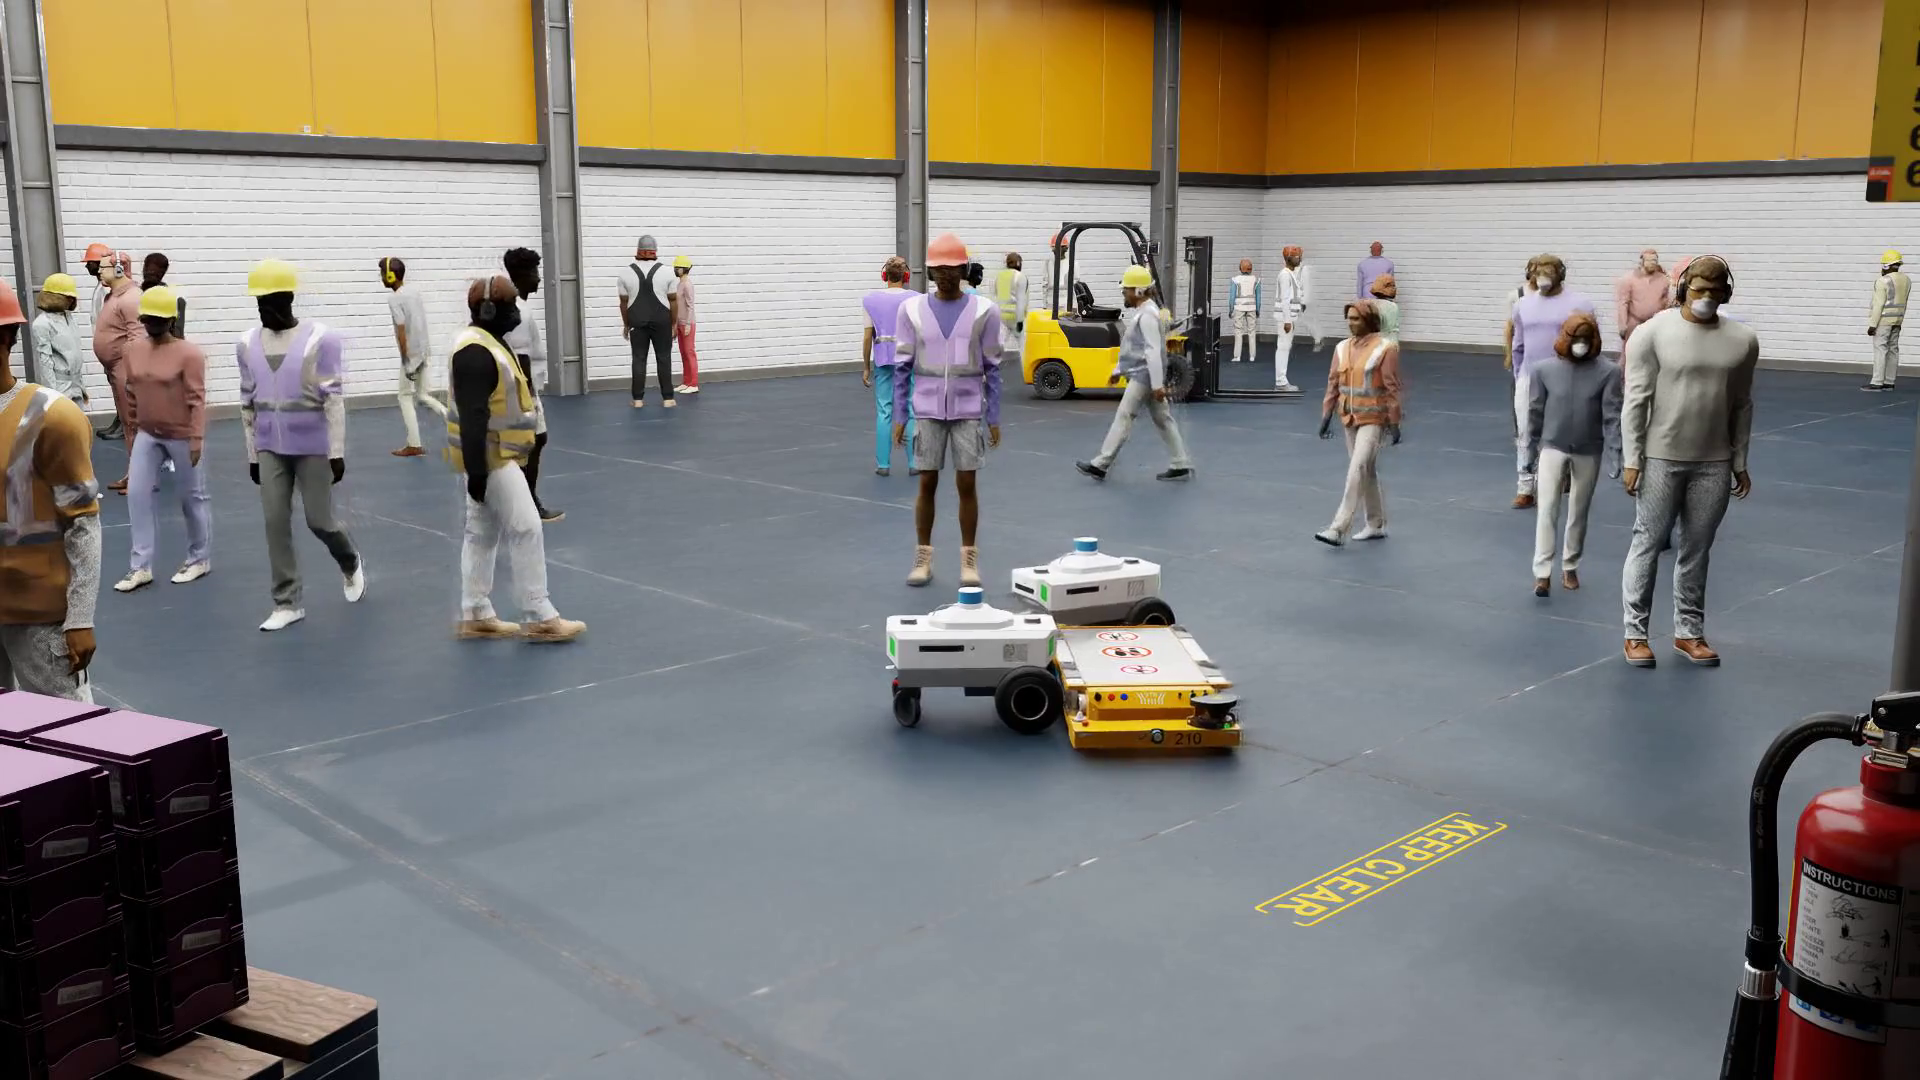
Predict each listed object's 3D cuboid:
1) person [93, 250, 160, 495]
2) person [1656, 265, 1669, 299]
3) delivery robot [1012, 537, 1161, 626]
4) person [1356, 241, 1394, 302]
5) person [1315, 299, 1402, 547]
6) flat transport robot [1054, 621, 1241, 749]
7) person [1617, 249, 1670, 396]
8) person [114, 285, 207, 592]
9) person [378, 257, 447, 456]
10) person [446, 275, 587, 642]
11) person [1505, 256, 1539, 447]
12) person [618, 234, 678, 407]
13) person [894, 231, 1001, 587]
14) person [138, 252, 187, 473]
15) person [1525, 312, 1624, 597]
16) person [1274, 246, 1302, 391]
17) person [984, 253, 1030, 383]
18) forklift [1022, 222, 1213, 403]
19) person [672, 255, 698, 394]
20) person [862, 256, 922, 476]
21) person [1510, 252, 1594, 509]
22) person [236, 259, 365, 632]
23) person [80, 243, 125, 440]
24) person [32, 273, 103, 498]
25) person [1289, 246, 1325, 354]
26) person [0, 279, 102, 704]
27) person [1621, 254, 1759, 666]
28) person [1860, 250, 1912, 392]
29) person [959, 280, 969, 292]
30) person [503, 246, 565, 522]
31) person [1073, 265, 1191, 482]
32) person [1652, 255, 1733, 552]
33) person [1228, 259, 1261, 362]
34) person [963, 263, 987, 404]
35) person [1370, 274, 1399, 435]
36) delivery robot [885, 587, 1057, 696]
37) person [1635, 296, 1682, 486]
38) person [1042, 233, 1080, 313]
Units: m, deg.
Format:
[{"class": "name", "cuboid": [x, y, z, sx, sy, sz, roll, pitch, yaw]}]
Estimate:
[{"class": "person", "cuboid": [-6.562, -1.312, 13.065, 0.407, 1.909, 0.638, -8, 13, -36]}, {"class": "person", "cuboid": [10.405, -3.316, 24.821, 0.830, 1.599, 0.492, -2, 11, -10]}, {"class": "delivery robot", "cuboid": [0.613, 0.231, 8.082, 0.707, 0.478, 0.477, -5, 12, -27]}, {"class": "person", "cuboid": [7.243, -4.239, 29.016, 0.641, 1.913, 0.407, 3, 11, 17]}, {"class": "person", "cuboid": [2.545, -0.751, 10.828, 0.812, 1.599, 0.552, -6, 12, -31]}, {"class": "flat transport robot", "cuboid": [0.737, 0.592, 7.143, 0.652, 0.197, 1.431, 0, 10, -2]}, {"class": "person", "cuboid": [8.494, -2.686, 20.715, 0.666, 1.860, 1.006, 0, 10, 0]}, {"class": "person", "cuboid": [-4.554, -0.570, 9.463, 0.549, 1.728, 0.731, 2, 11, 10]}, {"class": "person", "cuboid": [-4.930, -1.664, 15.200, 0.666, 1.831, 0.528, 2, 11, 13]}, {"class": "person", "cuboid": [-2.177, -0.391, 8.271, 0.756, 1.819, 0.654, -2, 11, -9]}, {"class": "person", "cuboid": [5.477, -1.802, 15.957, 0.515, 1.833, 0.490, 2, 11, 9]}, {"class": "person", "cuboid": [-3.656, -2.588, 19.654, 0.686, 2.000, 0.537, 0, 10, -2]}, {"class": "person", "cuboid": [-0.073, -0.736, 9.554, 0.614, 2.039, 0.394, 1, 10, 4]}, {"class": "person", "cuboid": [-6.861, -1.520, 14.295, 0.658, 1.882, 0.380, 5, 11, 23]}, {"class": "person", "cuboid": [3.427, -0.463, 9.287, 0.513, 1.592, 0.829, 3, 11, 16]}, {"class": "person", "cuboid": [4.238, -2.846, 21.496, 0.355, 1.883, 0.572, 3, 11, 14]}, {"class": "person", "cuboid": [0.698, -3.032, 22.791, 0.988, 1.789, 0.641, -9, 13, -39]}, {"class": "forklift", "cuboid": [1.935, -2.847, 20.651, 2.313, 2.155, 1.214, 2, 11, 13]}, {"class": "person", "cuboid": [-3.552, -2.768, 21.381, 0.304, 1.772, 0.529, -5, 12, -26]}, {"class": "person", "cuboid": [-0.535, -1.448, 13.978, 0.571, 1.840, 0.373, -1, 10, -4]}, {"class": "person", "cuboid": [4.443, -1.203, 12.480, 0.632, 1.907, 0.858, 9, 14, 40]}, {"class": "person", "cuboid": [-3.464, -0.513, 8.717, 0.594, 1.906, 0.698, 1, 10, 7]}, {"class": "person", "cuboid": [-8.462, -1.961, 16.515, 0.361, 1.939, 0.542, -7, 12, -33]}, {"class": "person", "cuboid": [-6.764, -1.140, 12.590, 0.305, 1.738, 0.484, 0, 10, 0]}, {"class": "person", "cuboid": [5.819, -4.089, 28.375, 0.934, 1.850, 0.586, -6, 12, -31]}, {"class": "person", "cuboid": [-2.756, 0.188, 4.799, 0.551, 1.936, 0.357, 2, 11, 11]}, {"class": "person", "cuboid": [3.416, -0.364, 7.823, 0.627, 1.934, 0.370, 0, 10, -2]}, {"class": "person", "cuboid": [12.008, -2.835, 21.572, 0.588, 1.833, 0.404, -5, 12, -27]}, {"class": "person", "cuboid": [0.086, -3.223, 23.510, 0.706, 1.908, 0.591, 0, 10, 2]}, {"class": "person", "cuboid": [-3.105, -1.076, 11.659, 0.502, 1.945, 0.626, -4, 11, -20]}, {"class": "person", "cuboid": [1.459, -1.346, 13.615, 0.975, 1.774, 0.577, 2, 11, 9]}, {"class": "person", "cuboid": [4.750, -0.900, 10.845, 0.947, 1.907, 0.562, -9, 14, -39]}, {"class": "person", "cuboid": [4.542, -3.650, 26.543, 0.525, 1.639, 0.307, -2, 11, -8]}, {"class": "person", "cuboid": [0.156, -2.494, 20.084, 0.318, 1.696, 0.533, -1, 10, -5]}, {"class": "person", "cuboid": [4.286, -1.894, 16.981, 0.271, 1.632, 0.503, -5, 12, -26]}, {"class": "delivery robot", "cuboid": [0.041, 0.441, 6.941, 0.707, 0.478, 0.477, 0, 10, -1]}, {"class": "person", "cuboid": [5.488, -1.118, 12.835, 0.557, 1.599, 0.801, -3, 11, -17]}, {"class": "person", "cuboid": [1.480, -3.508, 24.665, 0.609, 2.044, 0.394, 7, 12, 32]}]
